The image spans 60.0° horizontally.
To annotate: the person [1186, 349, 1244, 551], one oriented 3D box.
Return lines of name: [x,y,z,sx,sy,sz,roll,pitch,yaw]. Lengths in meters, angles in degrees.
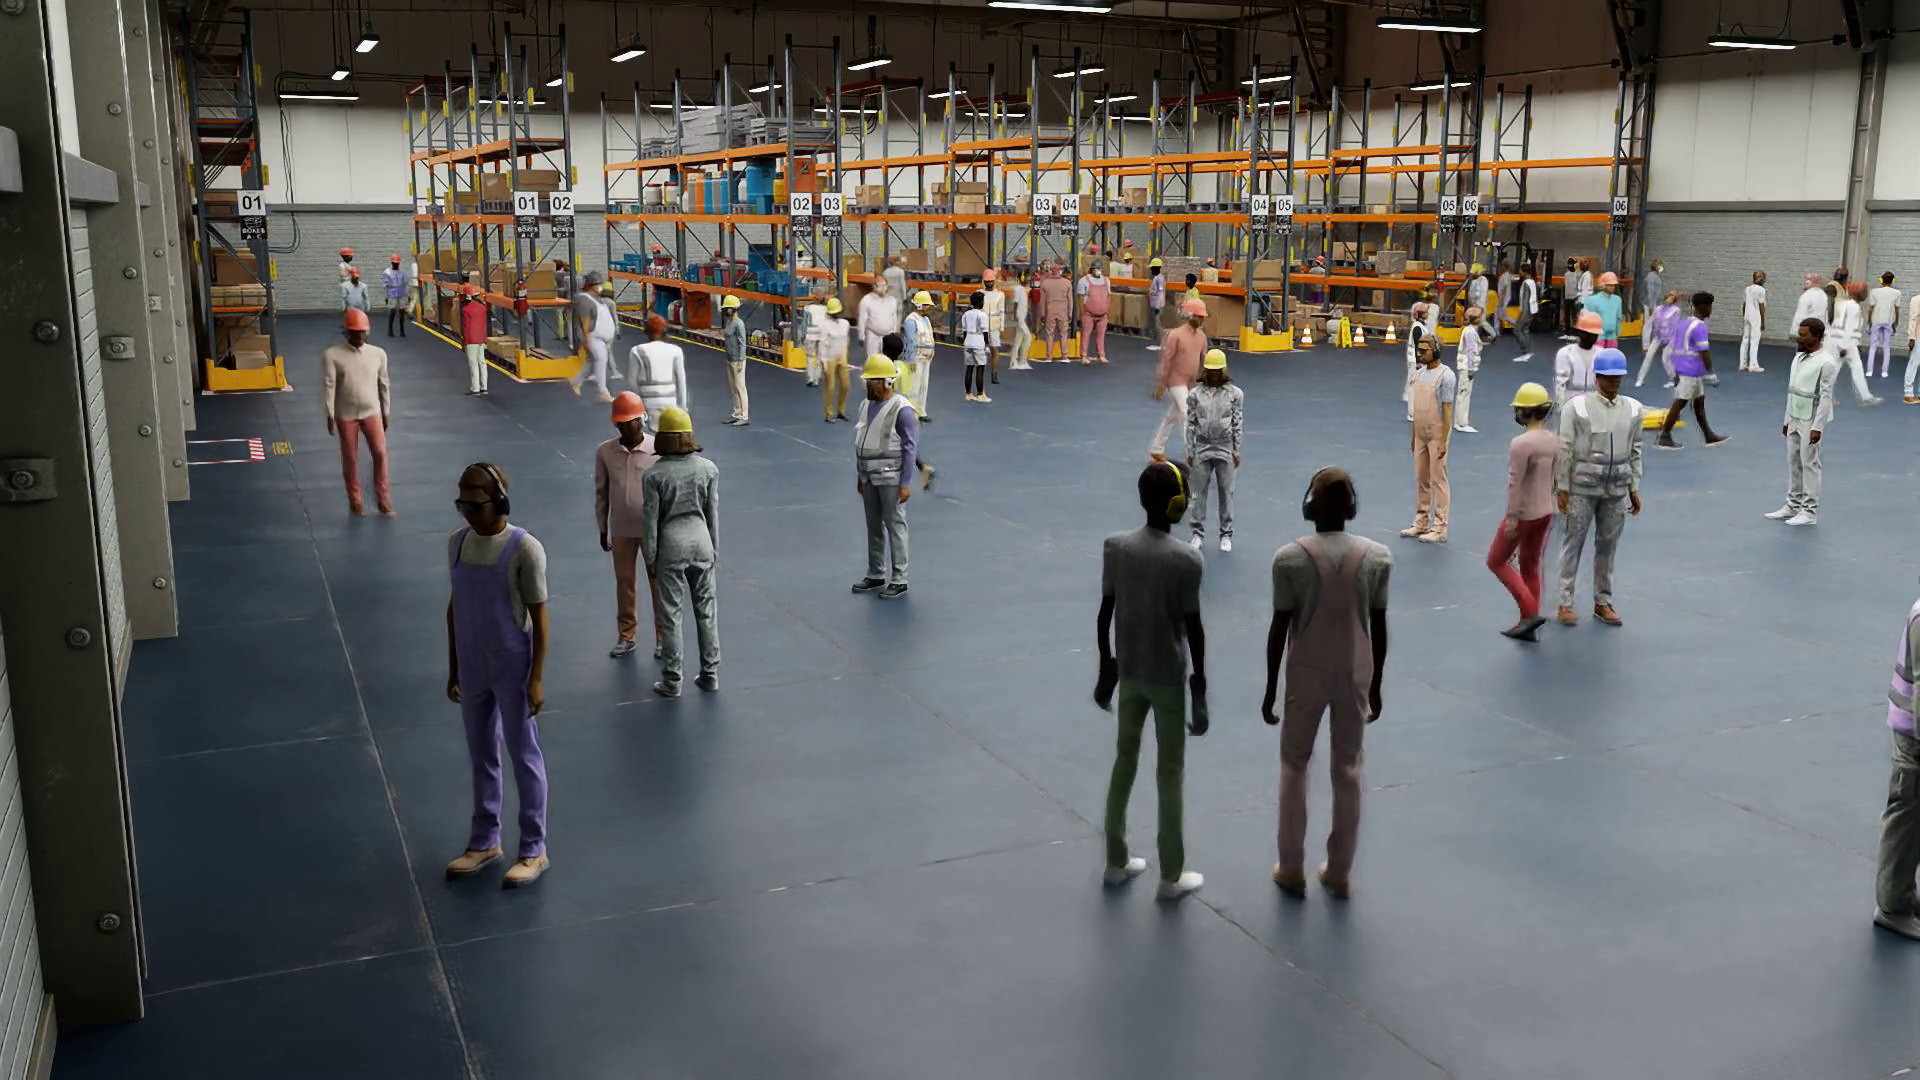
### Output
person: [2.163,-0.761,14.185,0.480,1.734,0.334,2,11,10]

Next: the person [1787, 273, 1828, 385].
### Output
person: [13.912,-3.451,27.457,0.671,1.880,0.732,-8,14,-35]

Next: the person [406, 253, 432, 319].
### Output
person: [-14.723,-6.918,45.327,0.593,1.804,0.890,6,13,29]

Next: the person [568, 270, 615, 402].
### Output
person: [-5.645,-3.128,25.428,0.768,2.000,0.689,1,11,6]

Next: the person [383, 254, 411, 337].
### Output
person: [-13.117,-5.692,38.756,0.559,1.922,0.466,-10,15,-42]

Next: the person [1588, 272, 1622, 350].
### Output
person: [9.925,-3.150,25.687,0.633,1.977,0.491,-3,12,-15]

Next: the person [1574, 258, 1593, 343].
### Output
person: [13.895,-5.318,36.985,0.360,1.876,0.590,4,12,18]

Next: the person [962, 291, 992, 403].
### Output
person: [0.252,-2.925,25.307,0.321,1.684,0.529,-10,15,-42]

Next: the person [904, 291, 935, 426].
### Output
person: [-0.542,-2.470,22.654,0.403,1.824,0.596,5,12,22]

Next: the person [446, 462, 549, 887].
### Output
person: [-1.995,0.571,7.141,0.505,1.840,0.346,5,12,22]

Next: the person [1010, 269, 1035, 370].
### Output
person: [1.203,-4.049,30.596,0.649,1.847,0.515,2,11,11]

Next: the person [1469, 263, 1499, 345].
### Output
person: [11.337,-5.105,36.097,0.701,1.799,0.613,-2,11,-12]

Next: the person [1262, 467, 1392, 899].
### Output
person: [1.544,0.611,7.034,0.516,1.819,0.439,0,11,2]

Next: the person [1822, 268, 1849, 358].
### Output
person: [16.729,-4.268,31.749,0.621,1.838,0.429,-11,16,-44]

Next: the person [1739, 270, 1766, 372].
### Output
person: [14.443,-3.974,30.243,0.343,1.840,0.506,-3,11,-14]

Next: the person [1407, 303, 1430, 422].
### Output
person: [6.344,-2.454,23.024,0.307,1.641,0.513,3,12,17]

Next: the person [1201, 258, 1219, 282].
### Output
person: [6.502,-6.482,43.337,0.401,1.706,0.622,-7,13,-31]

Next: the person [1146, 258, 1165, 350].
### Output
person: [4.131,-4.956,35.008,0.370,1.927,0.588,-1,11,-3]

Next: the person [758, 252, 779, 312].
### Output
person: [-5.464,-7.458,48.043,0.778,1.816,0.651,-8,13,-34]

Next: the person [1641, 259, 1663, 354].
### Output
person: [14.195,-4.781,34.092,0.371,1.940,0.632,6,13,28]

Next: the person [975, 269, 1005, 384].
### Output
person: [0.492,-3.585,28.011,0.547,1.938,0.379,-1,11,-6]

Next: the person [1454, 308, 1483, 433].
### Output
person: [6.712,-2.244,21.954,0.315,1.640,0.515,2,11,11]

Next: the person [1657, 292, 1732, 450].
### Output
person: [9.007,-2.040,20.213,0.968,1.918,0.630,2,11,10]

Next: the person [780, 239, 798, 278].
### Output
person: [-5.387,-8.464,52.527,0.614,2.047,0.361,-5,12,-22]

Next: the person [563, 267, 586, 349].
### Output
person: [-8.139,-4.961,35.220,0.516,1.861,0.320,-2,11,-8]

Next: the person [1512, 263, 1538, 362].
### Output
person: [10.942,-4.385,32.155,0.422,1.905,0.646,5,12,23]

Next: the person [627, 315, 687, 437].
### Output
person: [-3.142,-1.387,17.087,0.565,1.831,0.975,-8,13,-34]

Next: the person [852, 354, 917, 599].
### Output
person: [-0.585,-0.477,12.486,0.404,1.830,0.602,-10,15,-41]

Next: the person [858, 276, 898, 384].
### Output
person: [-1.326,-3.289,26.649,0.653,1.886,0.692,-5,12,-22]

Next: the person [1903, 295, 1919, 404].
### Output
person: [14.623,-3.045,25.150,0.611,1.985,0.393,-2,11,-12]

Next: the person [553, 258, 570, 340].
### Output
person: [-9.045,-5.450,37.719,0.388,1.847,0.563,7,13,32]

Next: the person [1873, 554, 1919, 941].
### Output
person: [3.883,0.764,6.664,0.311,1.642,0.512,8,14,36]

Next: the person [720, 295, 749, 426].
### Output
person: [-3.074,-2.431,22.587,0.319,1.767,0.534,-6,12,-27]

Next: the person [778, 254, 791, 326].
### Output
person: [-4.487,-6.385,42.531,0.405,1.835,0.592,-4,12,-21]
